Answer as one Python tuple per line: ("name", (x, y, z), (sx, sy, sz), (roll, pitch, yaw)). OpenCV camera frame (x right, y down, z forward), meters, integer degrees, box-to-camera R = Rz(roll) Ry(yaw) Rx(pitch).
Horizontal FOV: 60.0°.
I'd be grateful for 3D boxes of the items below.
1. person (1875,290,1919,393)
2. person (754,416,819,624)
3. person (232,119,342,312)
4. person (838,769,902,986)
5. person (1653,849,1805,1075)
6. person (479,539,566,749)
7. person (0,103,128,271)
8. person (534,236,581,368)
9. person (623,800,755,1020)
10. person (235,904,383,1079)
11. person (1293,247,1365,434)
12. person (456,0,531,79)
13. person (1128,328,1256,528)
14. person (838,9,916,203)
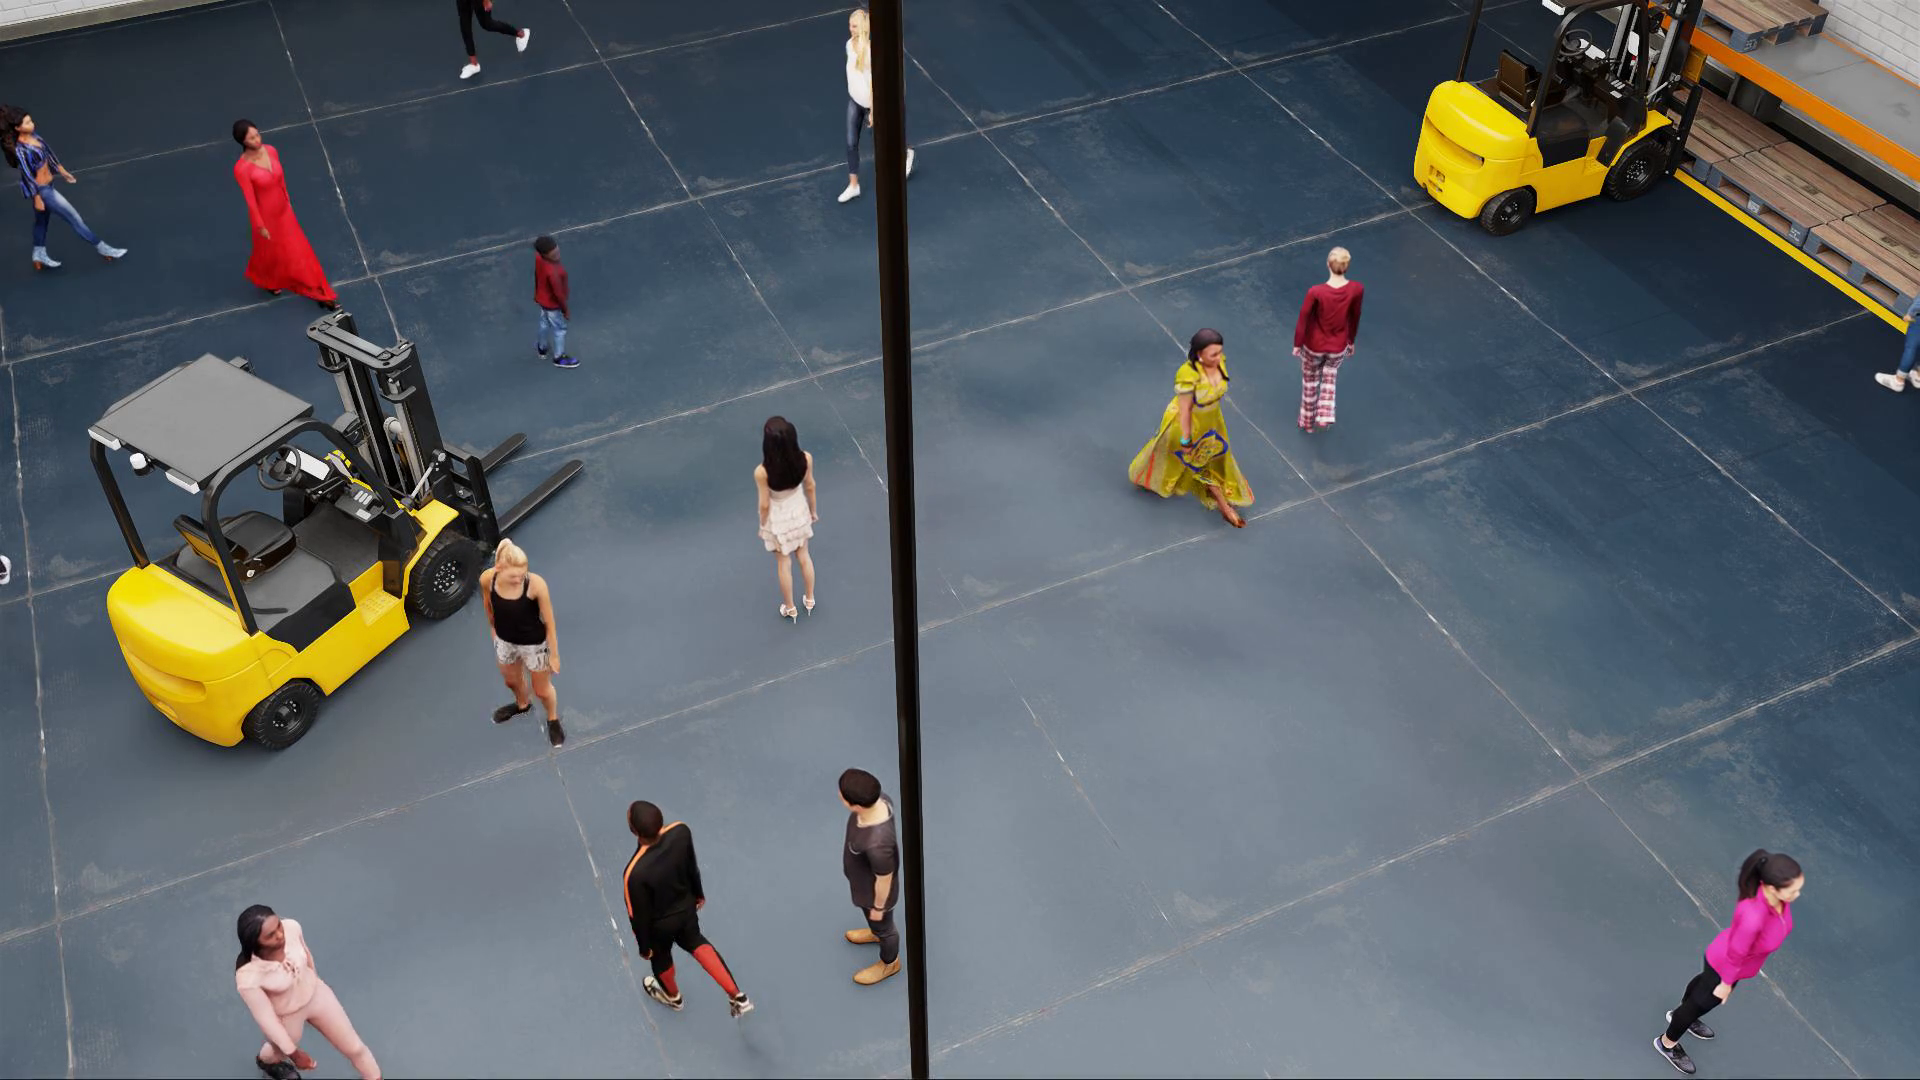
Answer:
("person", (7.716, -1.827, 13.156), (0.586, 1.471, 0.522), (-13, 45, -13))
("person", (-1.160, -0.122, 11.173), (0.586, 1.735, 0.530), (-20, 47, -20))
("person", (-5.791, -2.697, 13.878), (1.207, 1.743, 1.065), (20, 47, 20))
("person", (-0.462, 1.829, 9.143), (0.735, 1.711, 0.583), (-6, 44, -6))
("person", (4.069, 2.195, 8.775), (0.689, 1.698, 0.675), (30, 51, 28))
("person", (-2.737, 0.593, 10.364), (0.887, 1.817, 0.895), (17, 46, 17))
("person", (-7.954, -2.991, 14.300), (0.777, 1.577, 0.994), (-12, 45, -12))
("person", (-3.342, -1.940, 13.446), (0.530, 1.233, 0.755), (32, 52, 29))
("person", (-1.493, 2.043, 8.861), (1.094, 1.790, 0.917), (27, 50, 25))
("person", (-3.483, 2.424, 8.541), (1.212, 1.681, 1.116), (16, 46, 16))
("person", (2.794, -1.456, 12.606), (0.741, 1.690, 0.773), (-5, 44, -5))
("person", (-4.876, -5.602, 16.949), (1.126, 1.703, 1.022), (32, 52, 29))
("person", (1.622, -0.865, 12.059), (1.343, 1.600, 1.033), (33, 53, 30))
("person", (-0.780, -3.990, 15.198), (1.131, 1.784, 0.936), (34, 53, 30))
